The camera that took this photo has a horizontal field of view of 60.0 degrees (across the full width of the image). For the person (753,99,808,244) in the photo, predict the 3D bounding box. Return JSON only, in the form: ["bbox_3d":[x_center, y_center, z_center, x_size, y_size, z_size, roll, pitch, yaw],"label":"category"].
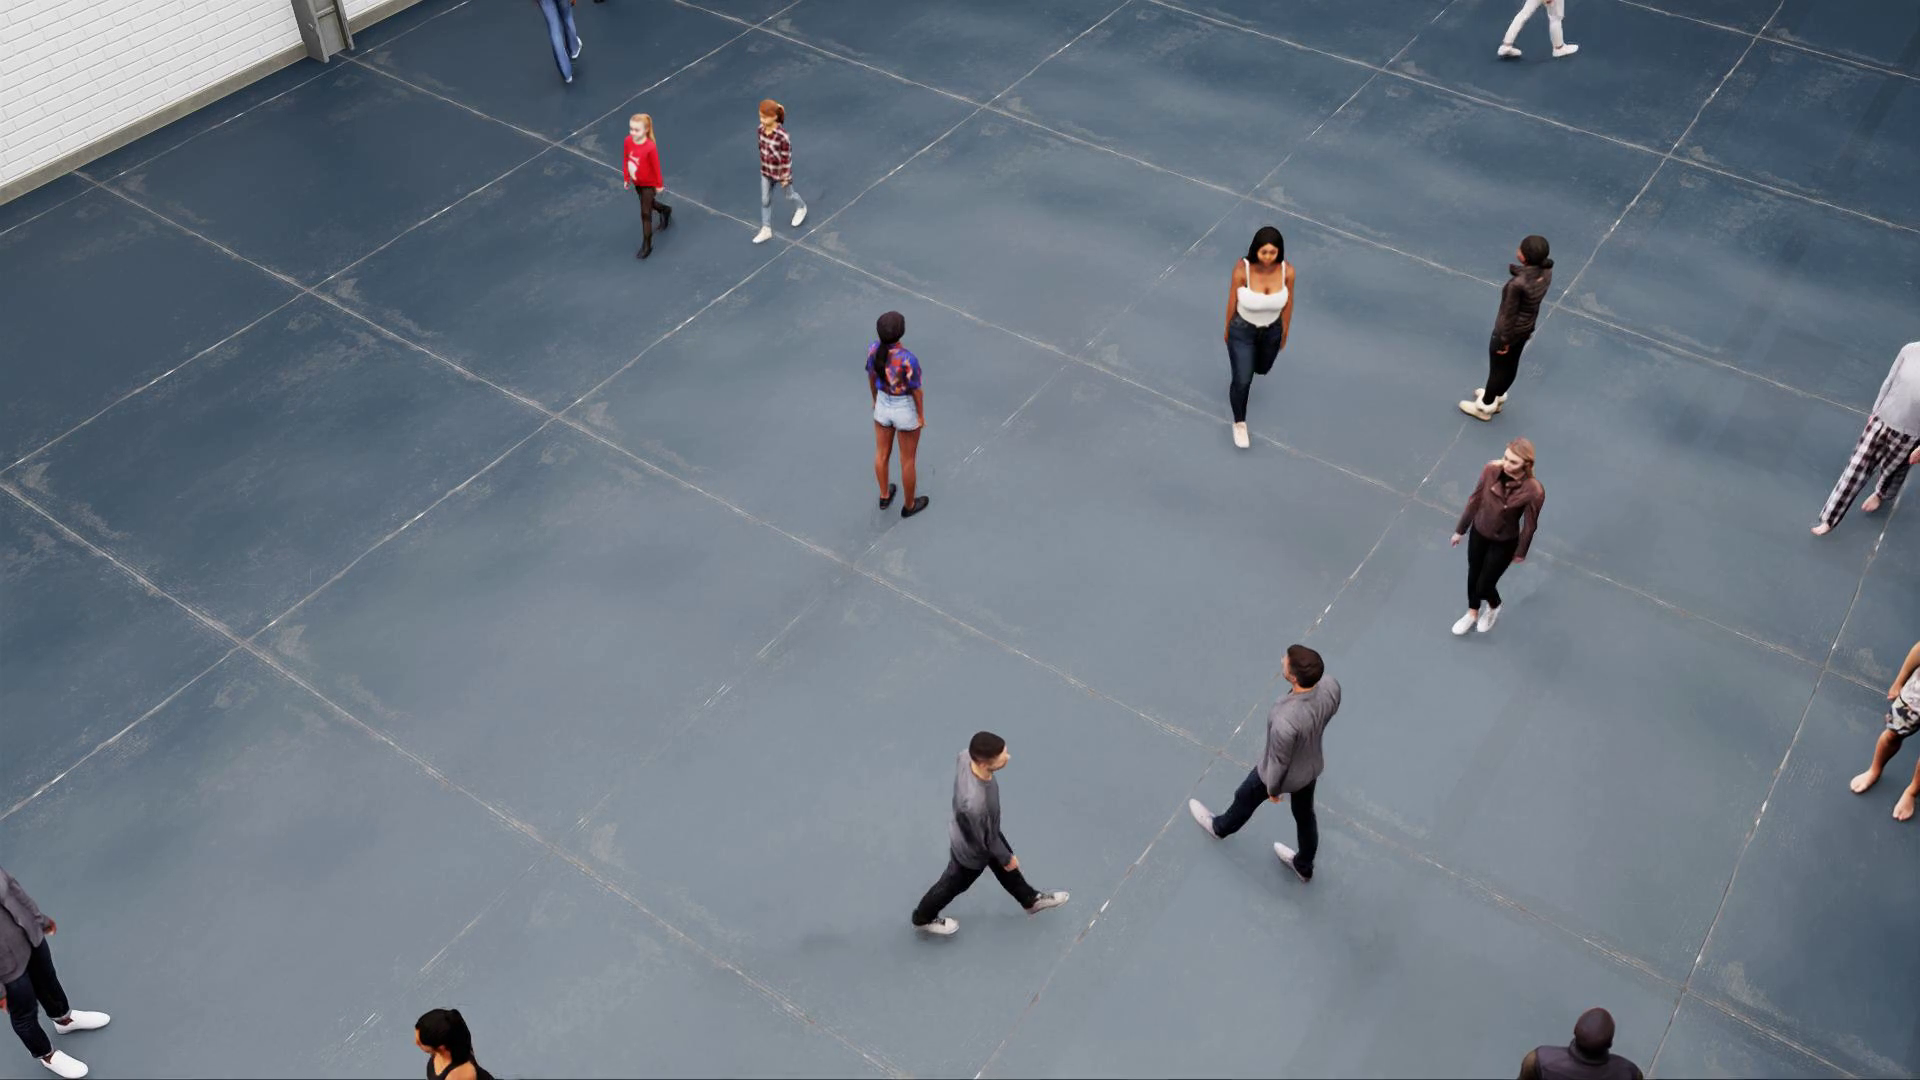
[{"bbox_3d":[-1.573,-3.297,14.685,0.542,1.289,0.883,24,49,23],"label":"person"}]

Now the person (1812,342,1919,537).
[{"bbox_3d":[6.685,-0.830,11.727,1.217,1.798,0.862,-30,51,-27],"label":"person"}]

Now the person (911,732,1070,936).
[{"bbox_3d":[-0.010,1.676,9.157,1.108,1.714,1.162,-2,44,-2],"label":"person"}]

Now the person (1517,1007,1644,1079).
[{"bbox_3d":[2.834,2.786,7.905,0.776,1.835,0.758,5,44,5],"label":"person"}]

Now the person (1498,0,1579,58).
[{"bbox_3d":[5.906,-5.652,16.896,1.113,1.649,1.062,-6,44,-6],"label":"person"}]

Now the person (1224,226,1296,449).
[{"bbox_3d":[2.220,-1.620,12.565,1.045,1.786,1.194,-1,44,-1],"label":"person"}]

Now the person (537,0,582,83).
[{"bbox_3d":[-4.063,-5.420,16.614,0.999,1.703,1.073,-9,44,-10],"label":"person"}]

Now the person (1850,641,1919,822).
[{"bbox_3d":[5.843,0.918,9.883,0.708,1.810,0.630,33,53,30],"label":"person"}]

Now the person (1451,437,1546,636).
[{"bbox_3d":[3.569,-0.041,10.975,0.701,1.692,0.690,-29,51,-27],"label":"person"}]

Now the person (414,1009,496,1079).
[{"bbox_3d":[-2.288,2.744,8.078,0.879,1.656,0.795,-16,46,-16],"label":"person"}]

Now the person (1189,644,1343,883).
[{"bbox_3d":[1.934,1.312,9.452,1.083,1.833,0.951,-29,51,-27],"label":"person"}]

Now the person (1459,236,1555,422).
[{"bbox_3d":[4.201,-1.592,12.622,0.712,1.666,0.654,11,45,11],"label":"person"}]

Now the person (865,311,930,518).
[{"bbox_3d":[-0.459,-0.909,11.849,0.610,1.743,0.540,21,47,21],"label":"person"}]

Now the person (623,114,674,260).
[{"bbox_3d":[-2.735,-3.165,14.566,0.541,1.263,0.906,22,48,21],"label":"person"}]

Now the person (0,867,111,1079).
[{"bbox_3d":[-4.943,2.132,8.606,0.864,1.813,0.731,3,44,3],"label":"person"}]
